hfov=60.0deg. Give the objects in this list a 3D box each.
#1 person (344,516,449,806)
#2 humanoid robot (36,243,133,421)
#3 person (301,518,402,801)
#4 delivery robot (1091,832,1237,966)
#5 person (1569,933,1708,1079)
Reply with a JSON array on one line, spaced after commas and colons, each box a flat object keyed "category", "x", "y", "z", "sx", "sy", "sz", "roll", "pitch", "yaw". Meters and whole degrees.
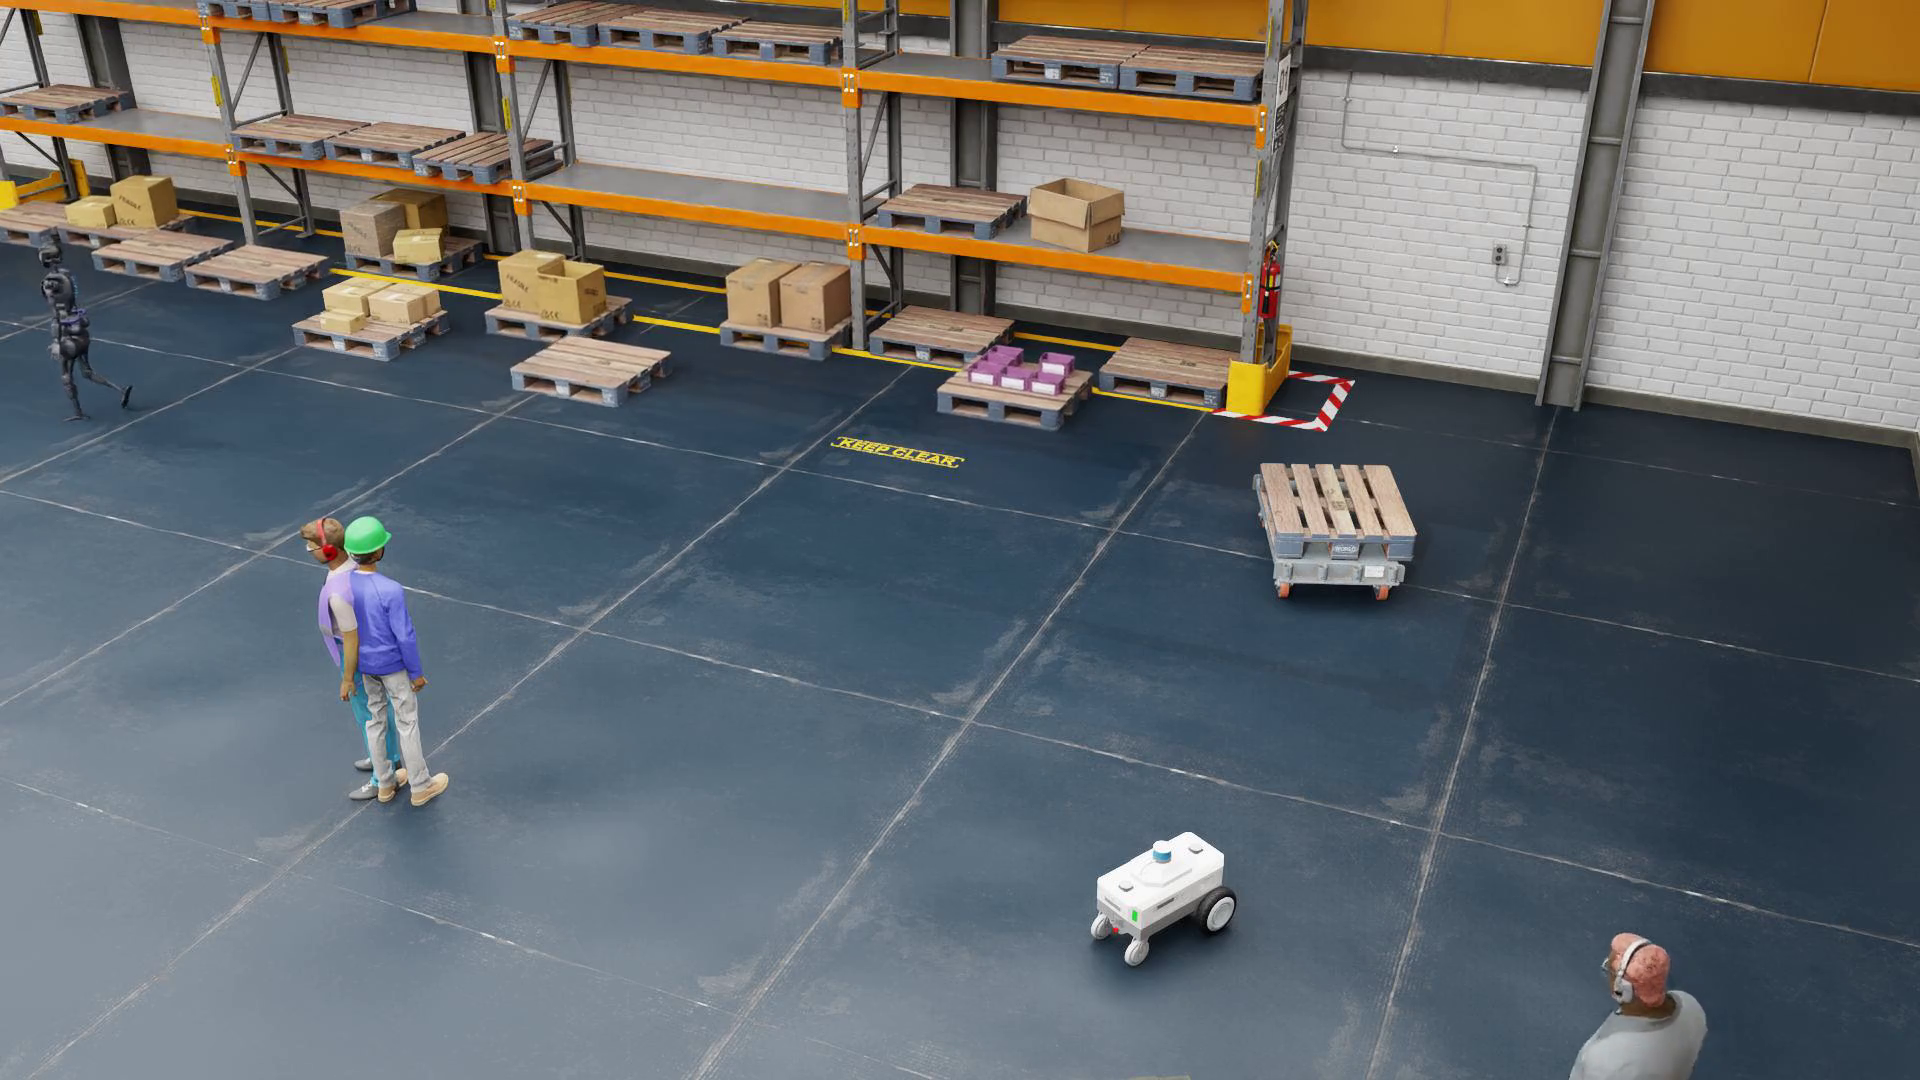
[{"category": "person", "x": -3.378, "y": 0.717, "z": 9.796, "sx": 0.468, "sy": 1.871, "sz": 0.355, "roll": 7, "pitch": 28, "yaw": 13}, {"category": "humanoid robot", "x": -7.991, "y": -1.878, "z": 15.059, "sx": 0.628, "sy": 1.639, "sz": 0.612, "roll": -4, "pitch": 28, "yaw": -7}, {"category": "person", "x": -3.568, "y": 0.695, "z": 9.873, "sx": 0.391, "sy": 1.837, "sz": 0.562, "roll": -5, "pitch": 28, "yaw": -9}, {"category": "delivery robot", "x": 1.079, "y": 1.883, "z": 8.954, "sx": 0.774, "sy": 0.581, "sz": 0.499, "roll": -20, "pitch": 33, "yaw": -33}, {"category": "person", "x": 2.659, "y": 2.392, "z": 6.548, "sx": 0.653, "sy": 1.877, "sz": 0.704, "roll": -20, "pitch": 33, "yaw": -33}]
